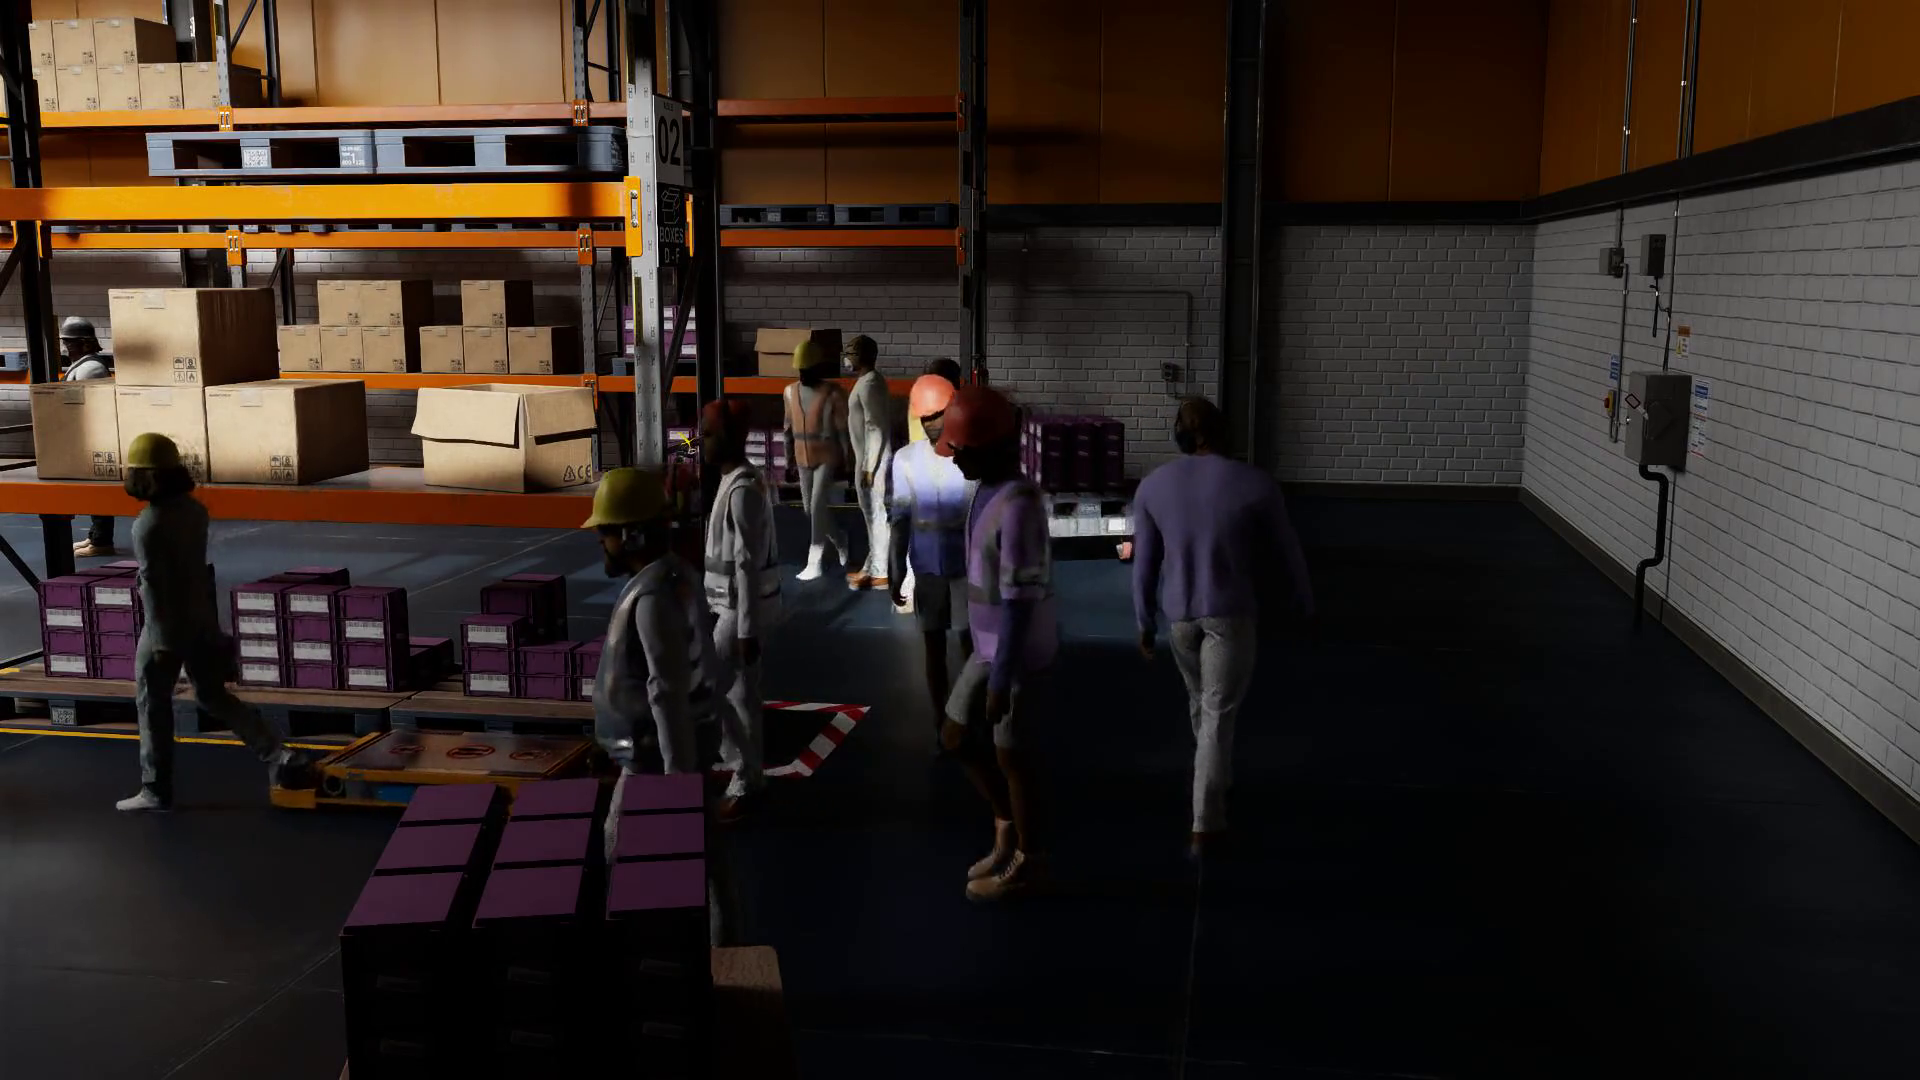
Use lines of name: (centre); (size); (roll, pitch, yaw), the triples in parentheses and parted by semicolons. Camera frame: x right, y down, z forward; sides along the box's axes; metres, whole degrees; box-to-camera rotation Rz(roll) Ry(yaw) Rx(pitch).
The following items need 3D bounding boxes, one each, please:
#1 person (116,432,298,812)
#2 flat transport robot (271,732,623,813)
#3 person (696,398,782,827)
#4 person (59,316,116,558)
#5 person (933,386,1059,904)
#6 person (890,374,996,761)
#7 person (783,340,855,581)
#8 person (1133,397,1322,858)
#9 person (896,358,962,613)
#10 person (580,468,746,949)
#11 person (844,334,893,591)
person: (-3.389, 0.377, 7.335); (0.752, 1.718, 0.484); (2, 9, 12)
flat transport robot: (-2.312, 1.058, 7.596); (1.431, 0.197, 0.652); (1, 9, 9)
person: (-1.000, 0.319, 7.233); (0.449, 1.871, 0.602); (-1, 9, -7)
person: (-7.457, -0.877, 14.128); (0.539, 2.000, 0.688); (-5, 10, -28)
person: (0.133, 0.419, 6.207); (0.513, 1.997, 0.701); (-2, 9, -12)
person: (-0.053, 0.138, 8.217); (0.598, 1.920, 0.417); (3, 10, 16)
person: (-1.077, -0.648, 13.217); (0.640, 1.890, 0.792); (5, 11, 30)
person: (1.121, 0.336, 7.122); (0.745, 1.866, 0.984); (5, 10, 28)
person: (-0.067, -0.390, 11.857); (0.973, 1.791, 0.653); (-5, 10, -28)
person: (-1.081, 0.669, 5.309); (0.880, 1.788, 0.608); (0, 9, -3)
person: (-0.695, -0.585, 12.629); (0.374, 1.939, 0.629); (-1, 9, -4)
